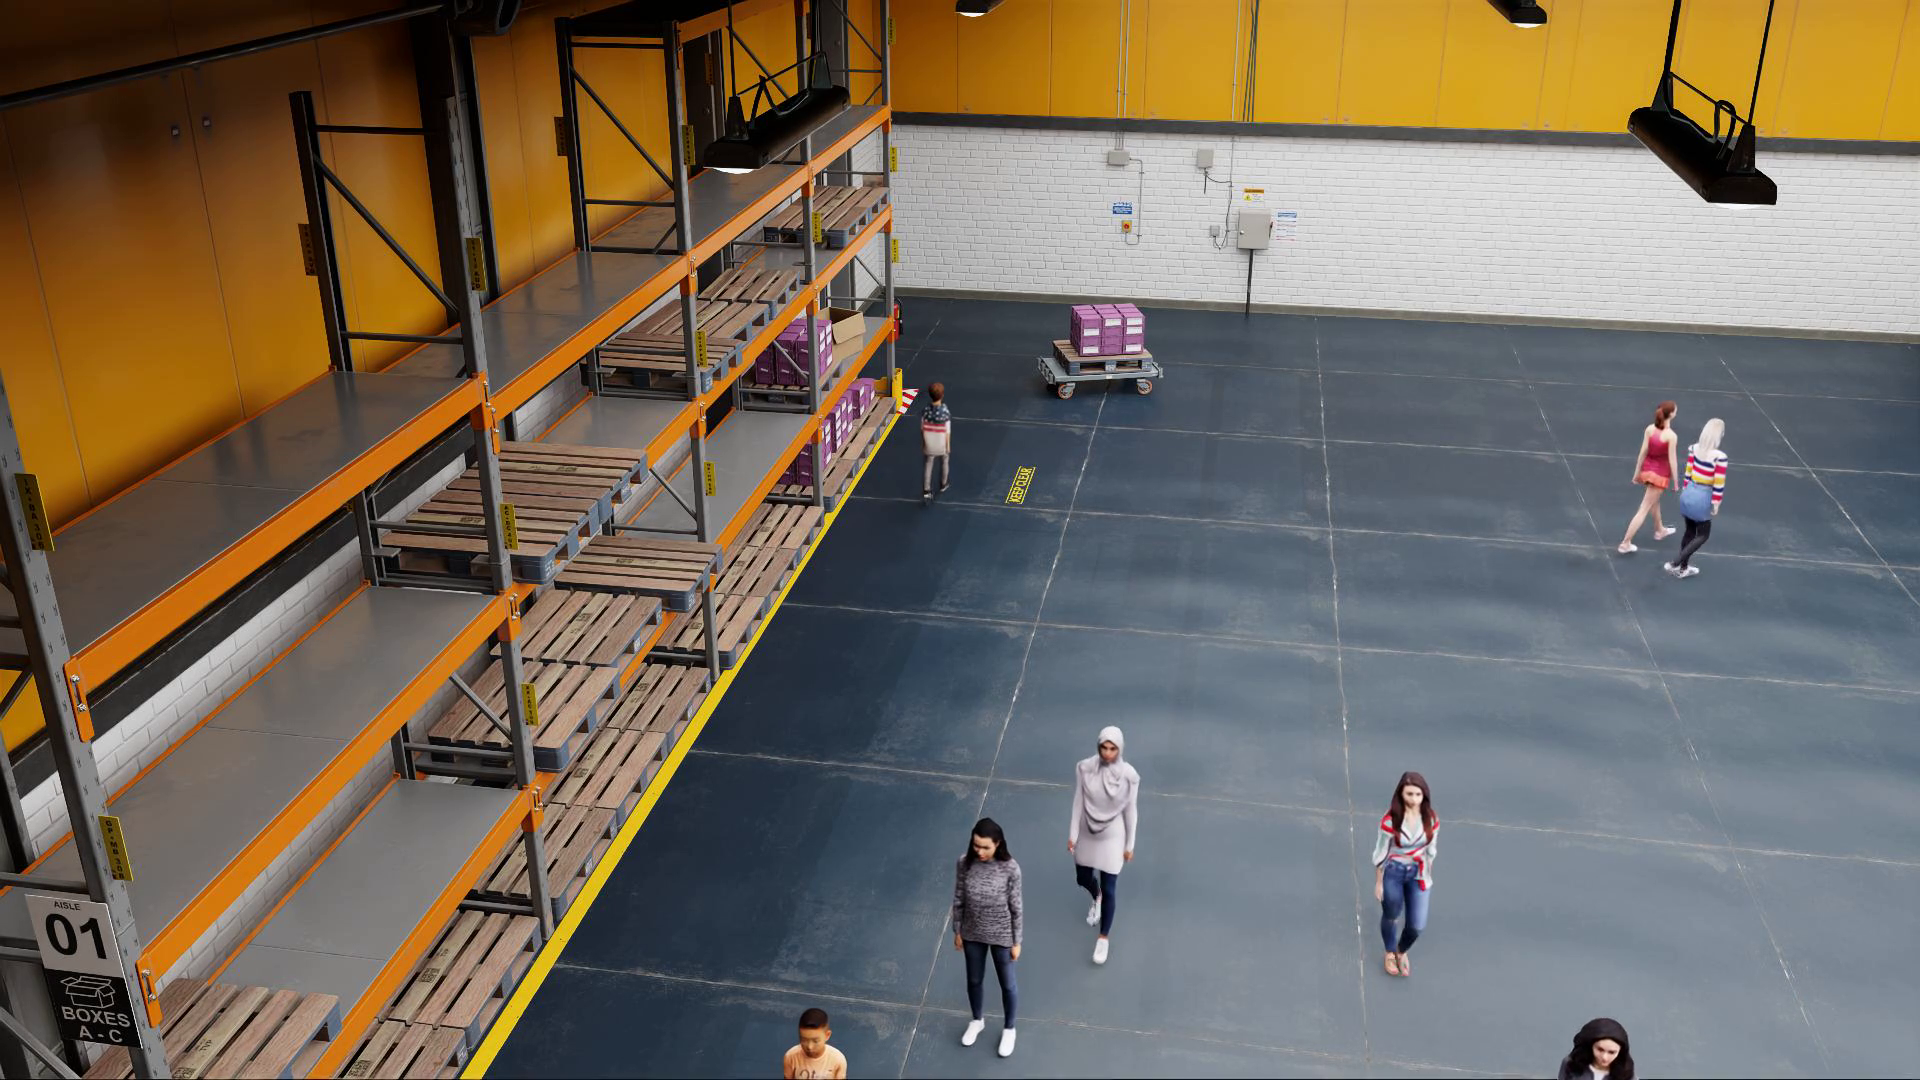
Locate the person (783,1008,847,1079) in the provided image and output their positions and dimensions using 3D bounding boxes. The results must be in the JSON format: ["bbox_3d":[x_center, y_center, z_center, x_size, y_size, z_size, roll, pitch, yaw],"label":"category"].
[{"bbox_3d":[-0.817,3.278,9.447,0.557,1.461,0.546,-1,24,-1],"label":"person"}]

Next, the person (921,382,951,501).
[{"bbox_3d":[-0.305,-1.145,19.629,0.559,1.411,0.940,5,24,12],"label":"person"}]

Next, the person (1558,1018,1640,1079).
[{"bbox_3d":[3.437,3.286,9.098,0.839,1.728,1.171,13,27,26],"label":"person"}]

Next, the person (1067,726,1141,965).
[{"bbox_3d":[1.008,2.085,11.794,0.740,1.768,0.919,9,25,19],"label":"person"}]

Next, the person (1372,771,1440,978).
[{"bbox_3d":[3.058,2.285,11.545,0.626,1.601,0.611,1,24,3],"label":"person"}]

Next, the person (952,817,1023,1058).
[{"bbox_3d":[0.196,2.537,10.805,0.639,1.732,0.571,7,25,16],"label":"person"}]

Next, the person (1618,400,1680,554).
[{"bbox_3d":[7.515,-0.647,18.127,1.087,1.701,1.130,-11,26,-24],"label":"person"}]

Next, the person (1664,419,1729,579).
[{"bbox_3d":[7.675,-0.401,17.446,0.948,1.796,0.899,-11,26,-23],"label":"person"}]
